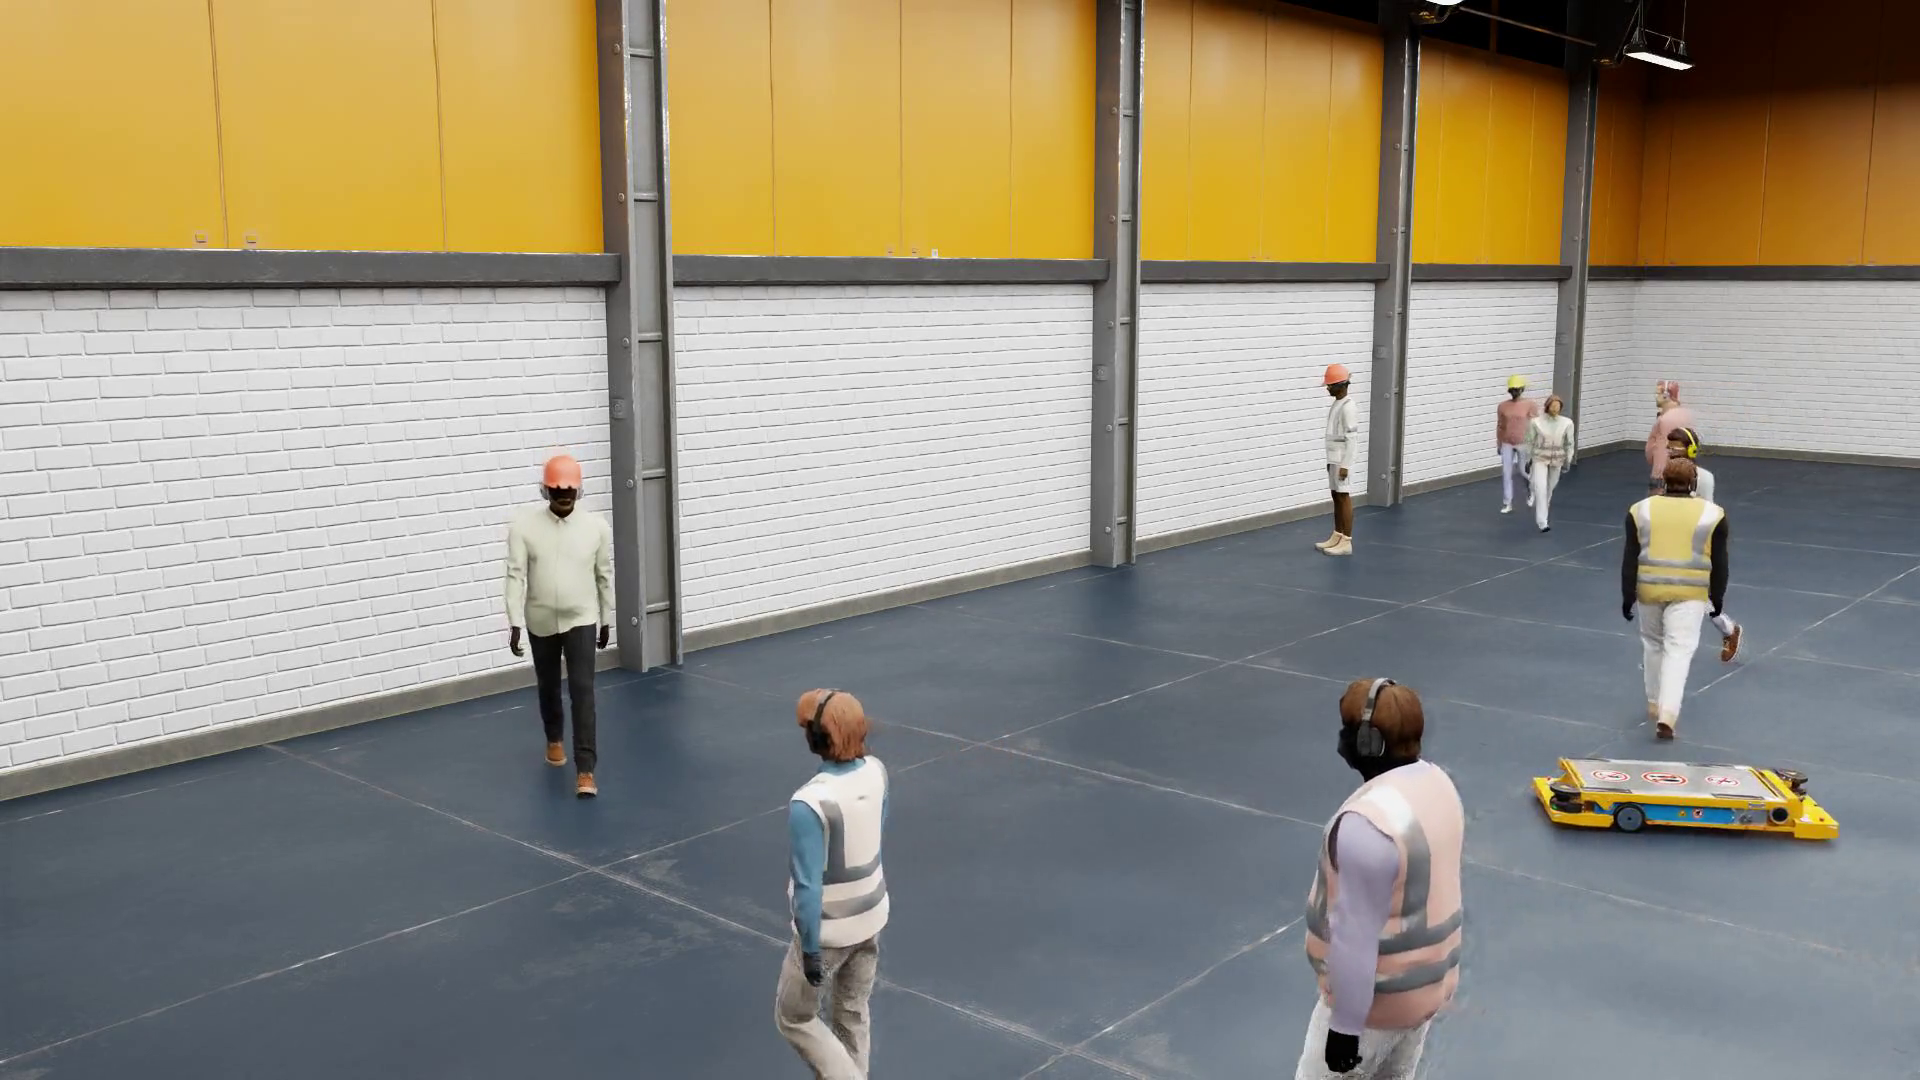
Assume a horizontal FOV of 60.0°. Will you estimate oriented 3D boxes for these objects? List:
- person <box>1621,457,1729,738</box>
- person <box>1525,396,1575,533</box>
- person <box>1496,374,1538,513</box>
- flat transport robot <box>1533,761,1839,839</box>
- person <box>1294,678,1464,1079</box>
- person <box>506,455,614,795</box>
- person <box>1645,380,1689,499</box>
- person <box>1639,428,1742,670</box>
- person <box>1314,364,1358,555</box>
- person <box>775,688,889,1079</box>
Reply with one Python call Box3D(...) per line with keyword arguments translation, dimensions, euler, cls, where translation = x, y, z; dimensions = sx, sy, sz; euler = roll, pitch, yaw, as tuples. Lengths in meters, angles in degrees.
Box3D(translation=(4.662, 0.361, 10.880), dimensions=(0.632, 1.798, 0.988), euler=(5, 11, 30), cls="person")
Box3D(translation=(6.822, -0.871, 19.235), dimensions=(0.506, 1.586, 0.914), euler=(0, 9, 3), cls="person")
Box3D(translation=(7.007, -1.217, 20.893), dimensions=(0.544, 1.749, 0.567), euler=(7, 12, 38), cls="person")
Box3D(translation=(3.941, 1.400, 9.109), dimensions=(1.431, 0.197, 0.652), euler=(2, 9, 10), cls="flat transport robot")
Box3D(translation=(1.232, 1.303, 4.845), dimensions=(0.451, 1.826, 0.647), euler=(6, 11, 35), cls="person")
Box3D(translation=(-2.348, 0.462, 9.797), dimensions=(0.615, 1.945, 1.049), euler=(-2, 9, -12), cls="person")
Box3D(translation=(7.361, -0.727, 17.412), dimensions=(0.415, 1.895, 0.648), euler=(6, 11, 31), cls="person")
Box3D(translation=(5.537, 0.072, 12.528), dimensions=(0.739, 1.842, 0.558), euler=(-2, 9, -15), cls="person")
Box3D(translation=(4.024, -0.853, 17.741), dimensions=(0.398, 2.033, 0.605), euler=(0, 9, -2), cls="person")
Box3D(translation=(-0.391, 1.291, 5.554), dimensions=(0.411, 1.628, 0.519), euler=(6, 11, 33), cls="person")
